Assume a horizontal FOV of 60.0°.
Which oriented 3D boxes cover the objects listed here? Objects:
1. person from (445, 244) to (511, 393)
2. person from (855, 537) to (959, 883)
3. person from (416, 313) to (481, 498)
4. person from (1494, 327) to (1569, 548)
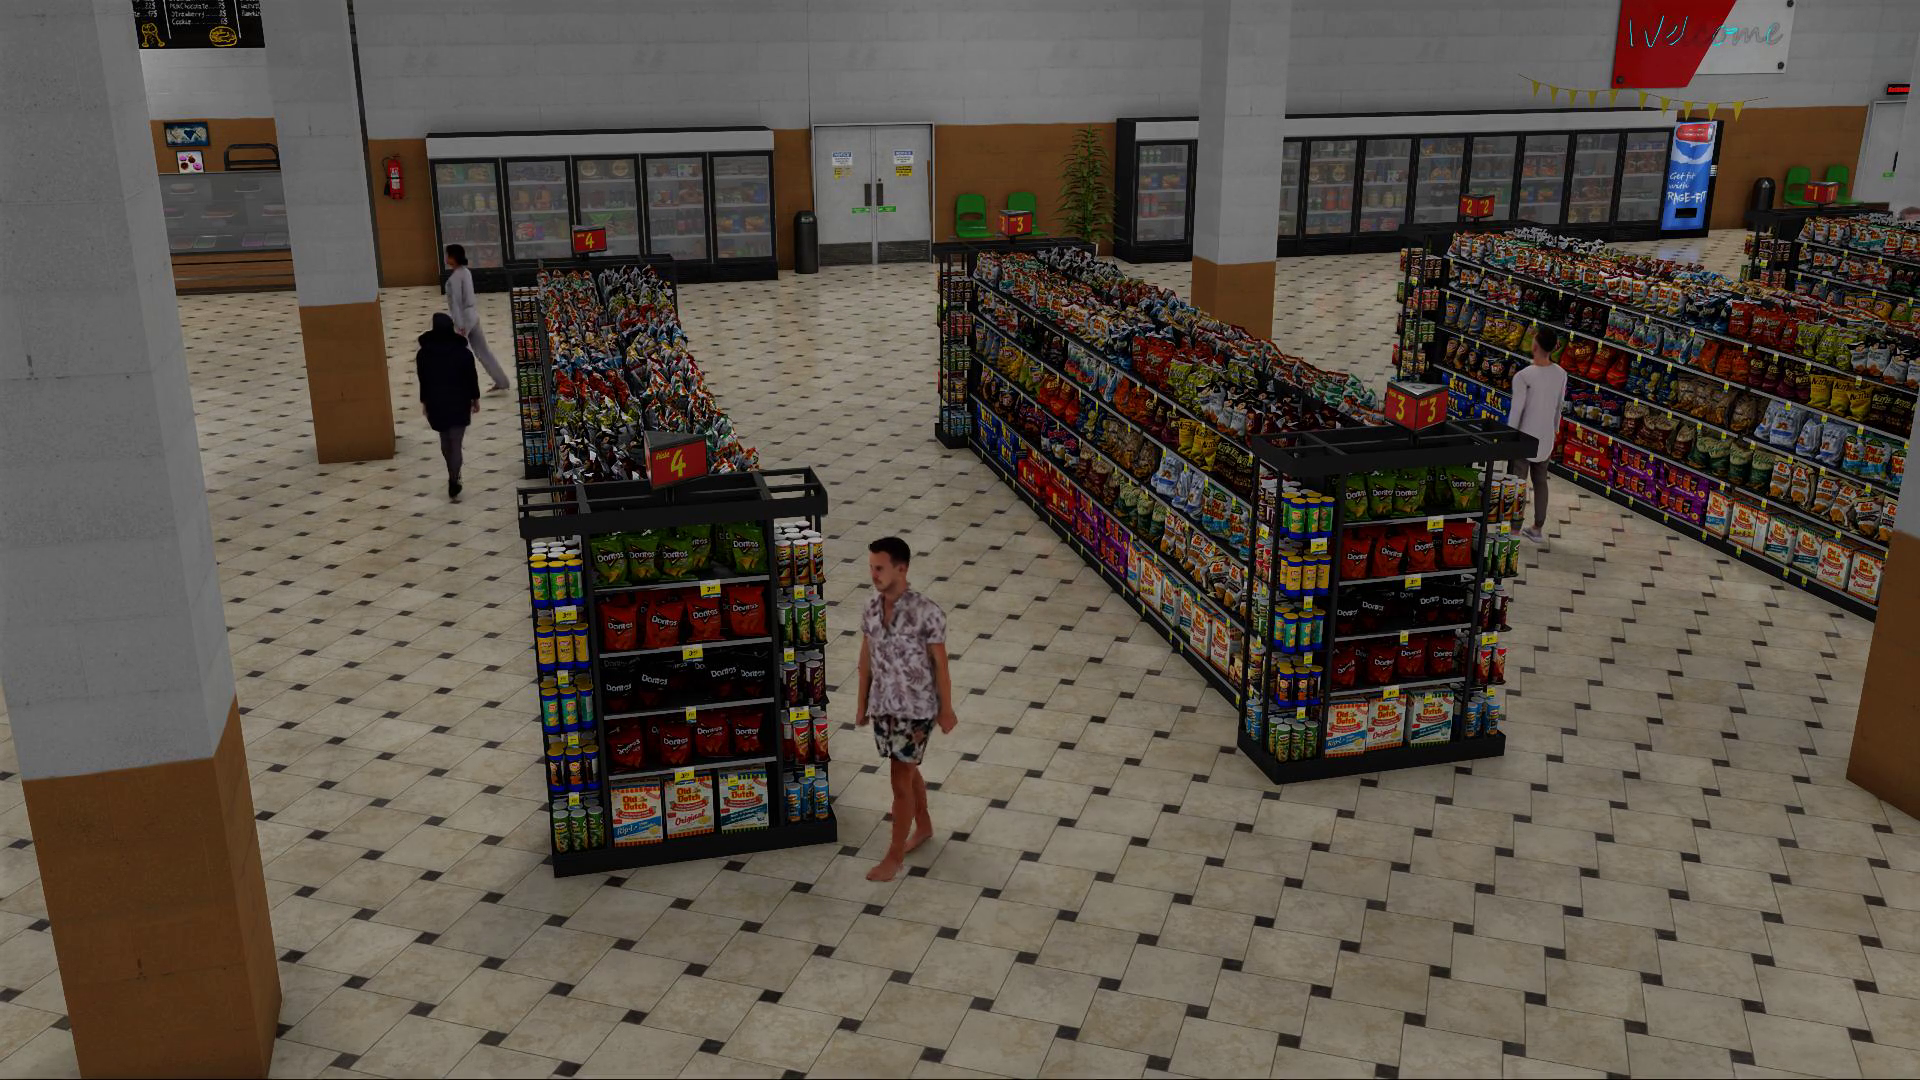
[{"bbox_3d":[-5.463,-2.432,18.639,0.999,1.689,1.198,2,19,5],"label":"person"},{"bbox_3d":[-0.241,0.829,8.809,0.999,1.791,1.027,14,23,35],"label":"person"},{"bbox_3d":[-4.647,-1.195,15.049,0.812,1.640,1.054,-1,19,-2],"label":"person"},{"bbox_3d":[4.738,-0.860,13.740,0.687,1.841,0.591,-7,20,-20],"label":"person"}]
